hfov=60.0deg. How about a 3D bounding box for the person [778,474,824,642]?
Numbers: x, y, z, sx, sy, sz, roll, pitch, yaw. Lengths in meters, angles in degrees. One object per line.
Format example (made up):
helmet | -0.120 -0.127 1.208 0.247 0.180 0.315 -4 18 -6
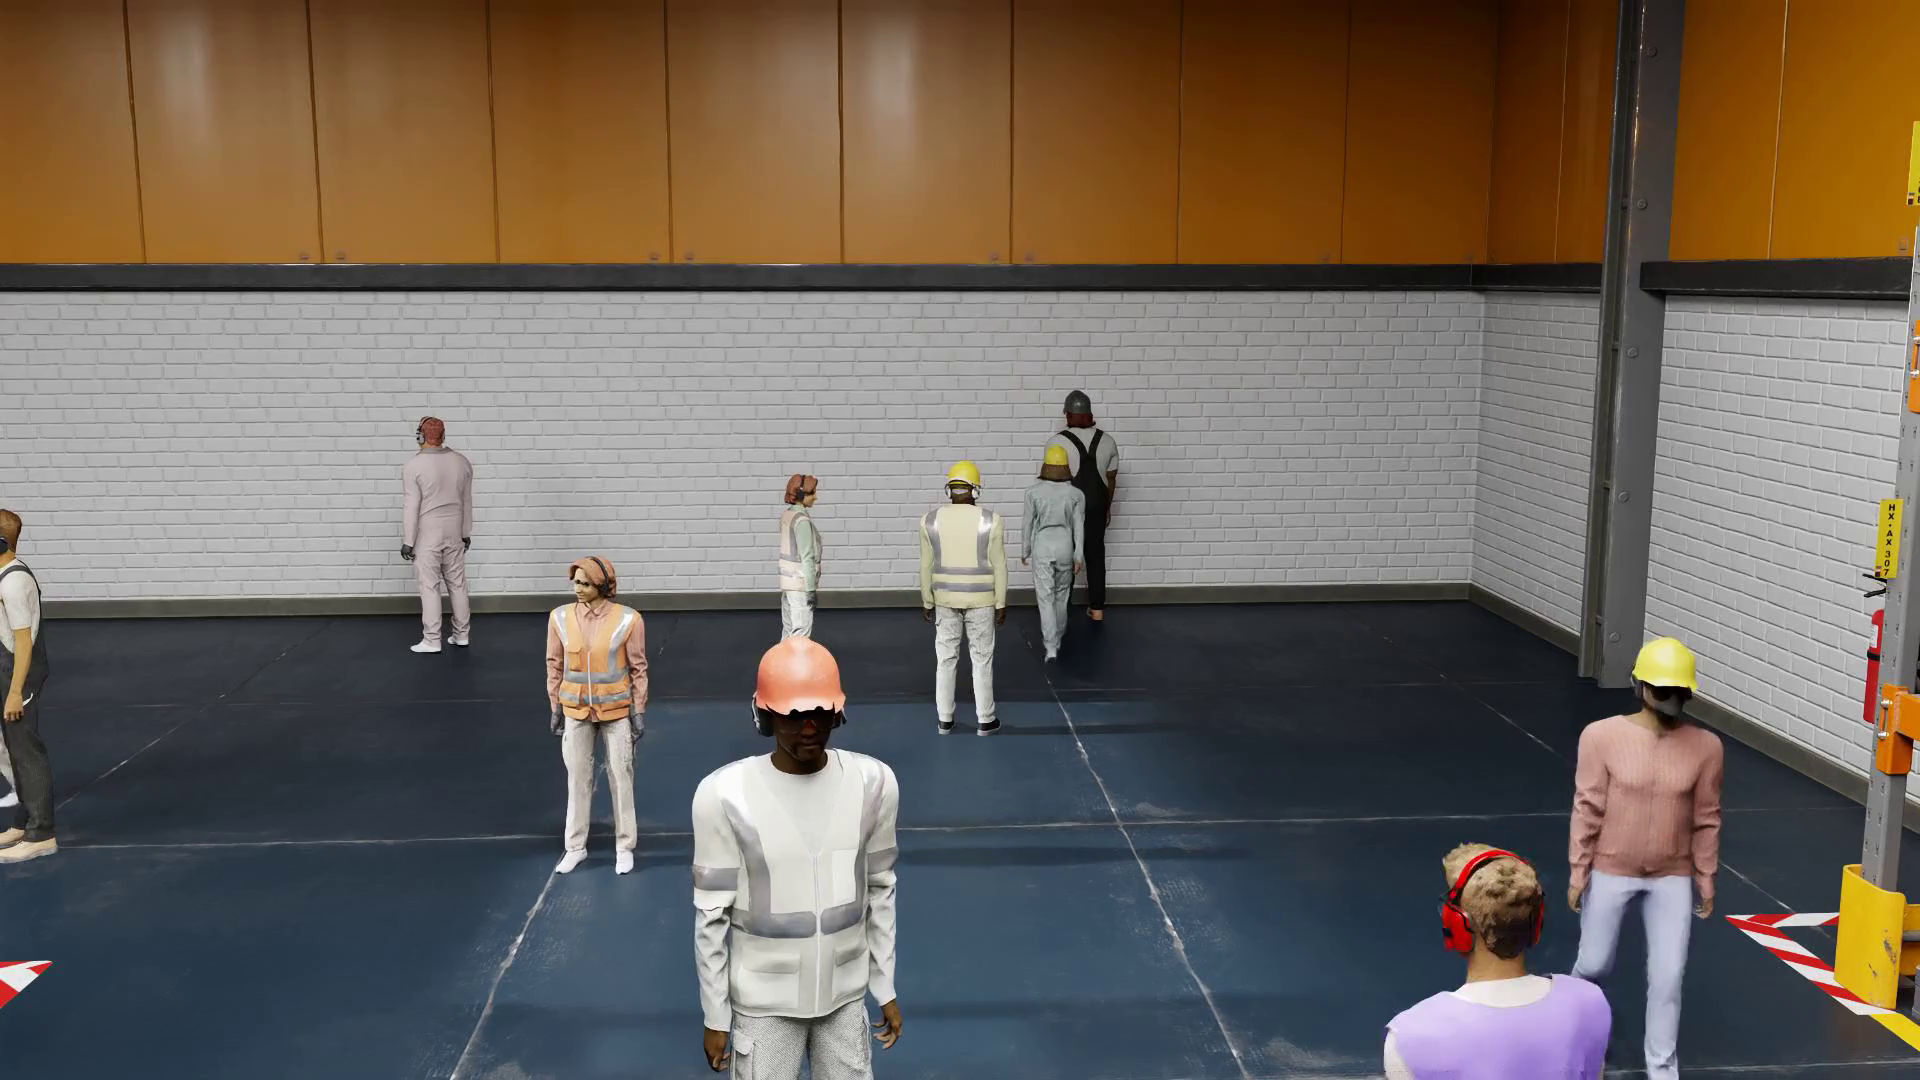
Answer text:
person | -1.133 0.347 11.798 0.312 1.638 0.512 -4 10 -22

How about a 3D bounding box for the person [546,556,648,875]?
person | -1.832 0.884 8.430 0.515 1.636 0.315 1 9 5

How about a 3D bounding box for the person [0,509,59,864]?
person | -4.937 0.745 8.654 0.345 1.846 0.507 -7 11 -36

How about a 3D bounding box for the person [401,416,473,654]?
person | -4.228 -0.041 13.395 0.407 1.906 0.655 6 11 35

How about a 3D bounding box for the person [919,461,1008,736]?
person | 0.030 0.388 10.968 0.589 1.822 0.403 2 9 11

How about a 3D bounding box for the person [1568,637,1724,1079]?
person | 2.491 1.203 6.094 0.544 1.767 0.585 1 9 7

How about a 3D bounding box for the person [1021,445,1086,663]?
person | 0.744 0.096 13.174 0.491 1.706 0.887 -1 9 -6

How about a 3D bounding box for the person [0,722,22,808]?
person | -5.585 0.786 9.199 0.565 1.575 0.850 7 12 38

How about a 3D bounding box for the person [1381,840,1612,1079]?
person | 1.182 1.563 3.650 0.581 1.809 0.936 -3 9 -17

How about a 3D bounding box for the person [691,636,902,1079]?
person | -0.442 1.273 4.717 0.608 2.044 0.371 -4 10 -24

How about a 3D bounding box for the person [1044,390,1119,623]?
person | 1.010 -0.297 14.583 0.683 2.000 0.538 -3 10 -20
